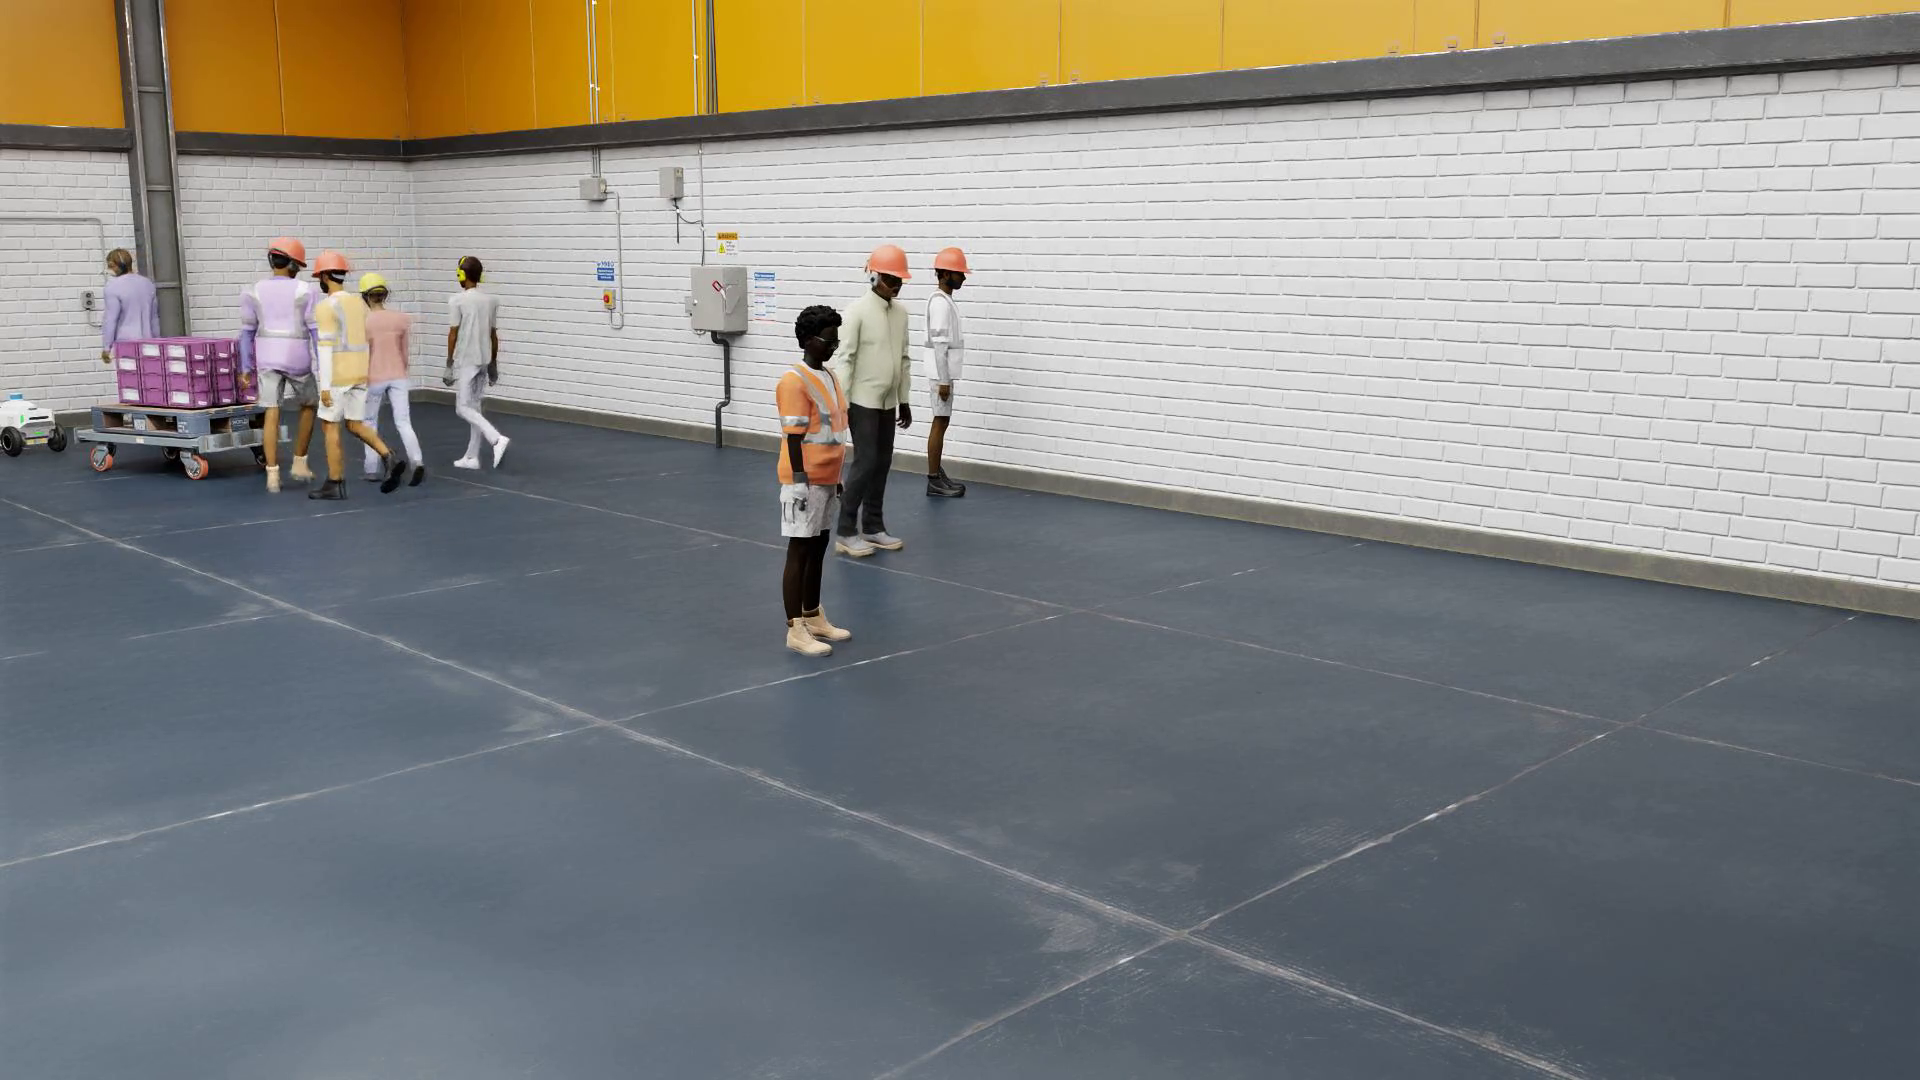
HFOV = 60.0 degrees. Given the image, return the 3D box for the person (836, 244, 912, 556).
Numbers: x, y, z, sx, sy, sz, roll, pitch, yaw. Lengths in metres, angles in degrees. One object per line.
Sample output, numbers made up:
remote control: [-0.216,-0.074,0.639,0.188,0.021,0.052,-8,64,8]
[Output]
person: [-0.514,-0.879,10.548,0.494,1.967,0.655,7,12,32]

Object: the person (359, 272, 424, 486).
person: [-4.643,-1.295,13.469,0.508,1.738,0.838,-9,14,-39]

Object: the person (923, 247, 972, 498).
person: [-0.095,-1.294,12.913,0.380,1.930,0.543,0,10,0]

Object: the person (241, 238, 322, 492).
person: [-5.384,-1.401,13.304,0.751,1.991,0.739,-1,10,-3]

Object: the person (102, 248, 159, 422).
person: [-8.375,-1.945,16.587,0.795,1.886,0.665,3,11,14]

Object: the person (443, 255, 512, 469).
person: [-4.152,-1.507,14.268,0.710,1.852,0.528,6,12,29]

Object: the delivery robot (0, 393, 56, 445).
delivery robot: [-8.768,-1.127,15.490,0.707,0.478,0.477,7,12,32]

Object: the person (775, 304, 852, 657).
person: [-0.709,-0.294,8.098,0.320,1.692,0.531,3,11,16]

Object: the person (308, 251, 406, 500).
person: [-4.644,-1.240,12.688,0.688,1.912,0.625,3,11,14]
